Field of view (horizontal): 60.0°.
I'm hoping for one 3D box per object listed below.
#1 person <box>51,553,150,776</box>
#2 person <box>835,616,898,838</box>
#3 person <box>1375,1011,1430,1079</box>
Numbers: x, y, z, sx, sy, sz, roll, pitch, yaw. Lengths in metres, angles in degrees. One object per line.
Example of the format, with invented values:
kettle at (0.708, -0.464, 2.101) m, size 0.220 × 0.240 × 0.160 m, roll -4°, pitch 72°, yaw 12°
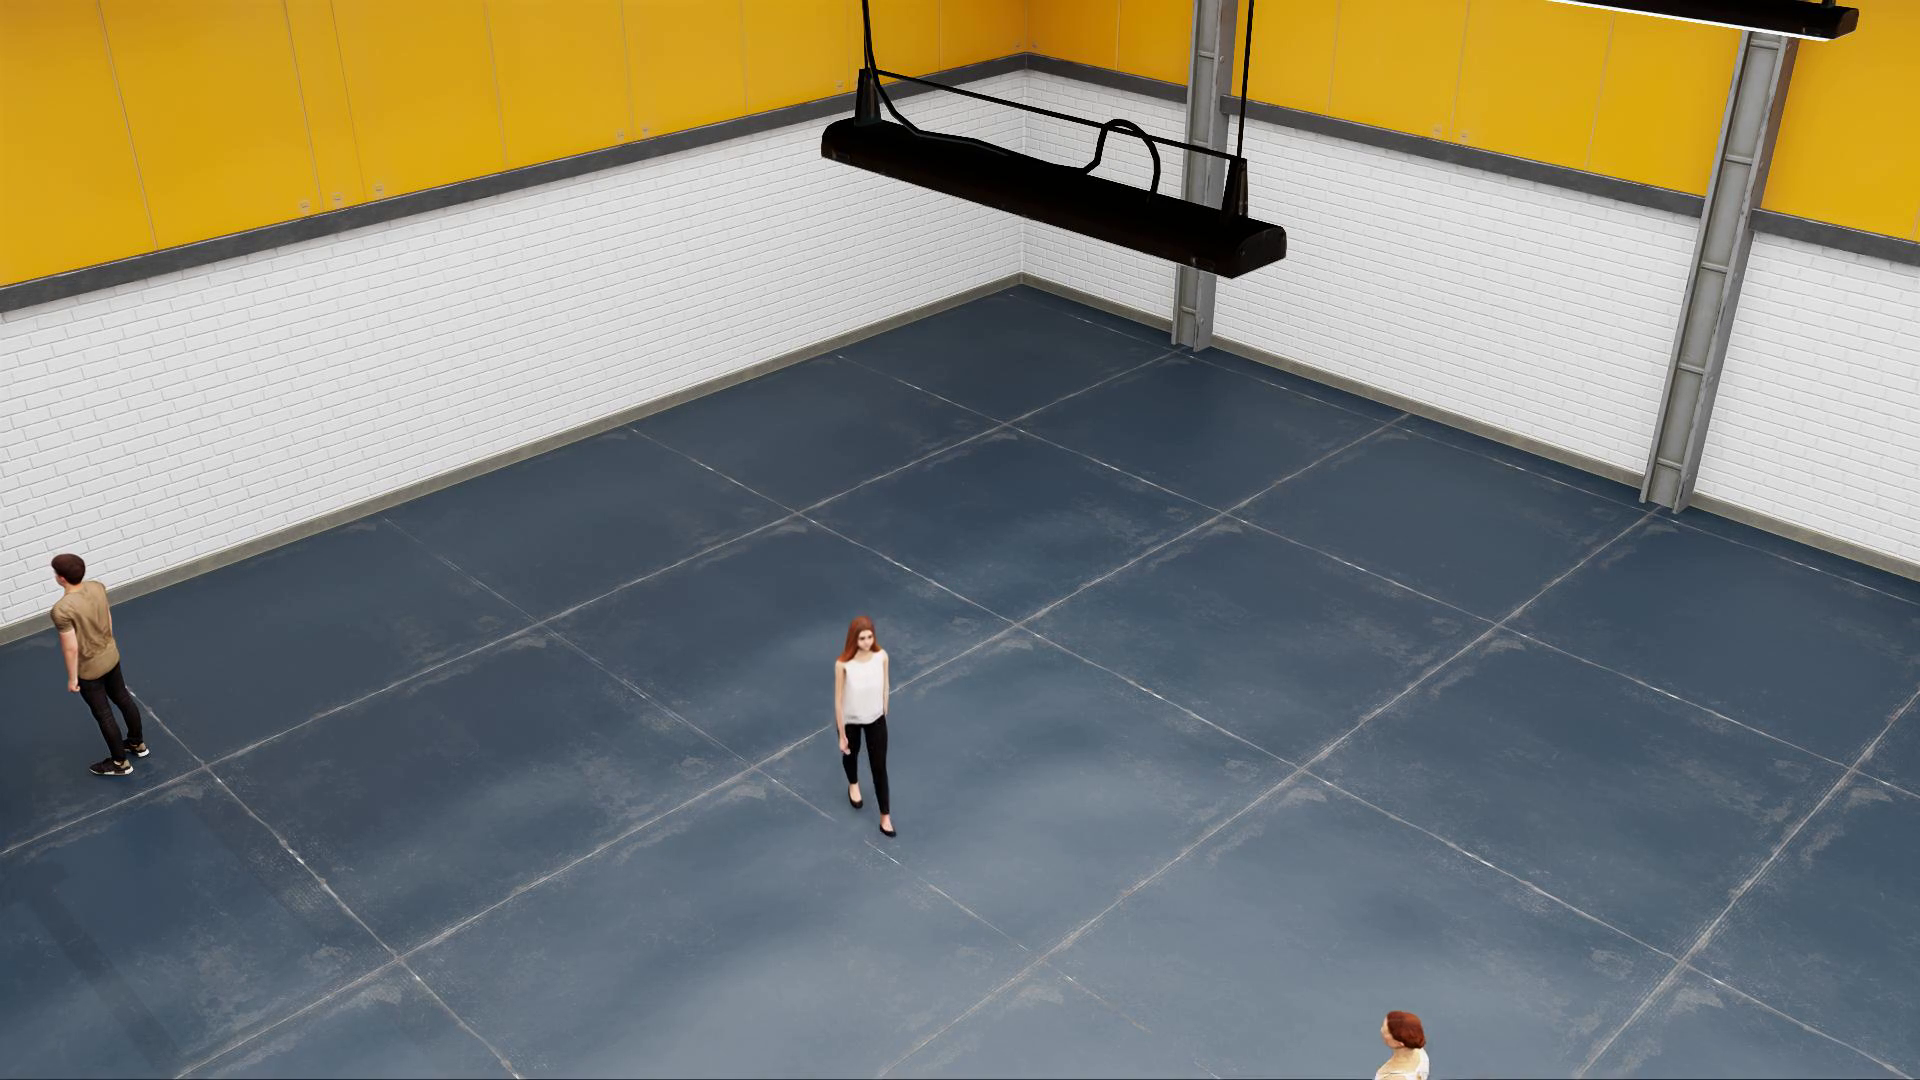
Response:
person at (-6.463, 0.910, 12.434) m, size 0.767 × 1.850 × 0.751 m, roll 5°, pitch 29°, yaw 10°
person at (-0.744, 1.255, 11.974) m, size 0.896 × 1.684 × 1.105 m, roll -8°, pitch 30°, yaw -14°
person at (2.320, 3.118, 8.611) m, size 0.581 × 1.633 × 0.573 m, roll 21°, pitch 35°, yaw 33°
